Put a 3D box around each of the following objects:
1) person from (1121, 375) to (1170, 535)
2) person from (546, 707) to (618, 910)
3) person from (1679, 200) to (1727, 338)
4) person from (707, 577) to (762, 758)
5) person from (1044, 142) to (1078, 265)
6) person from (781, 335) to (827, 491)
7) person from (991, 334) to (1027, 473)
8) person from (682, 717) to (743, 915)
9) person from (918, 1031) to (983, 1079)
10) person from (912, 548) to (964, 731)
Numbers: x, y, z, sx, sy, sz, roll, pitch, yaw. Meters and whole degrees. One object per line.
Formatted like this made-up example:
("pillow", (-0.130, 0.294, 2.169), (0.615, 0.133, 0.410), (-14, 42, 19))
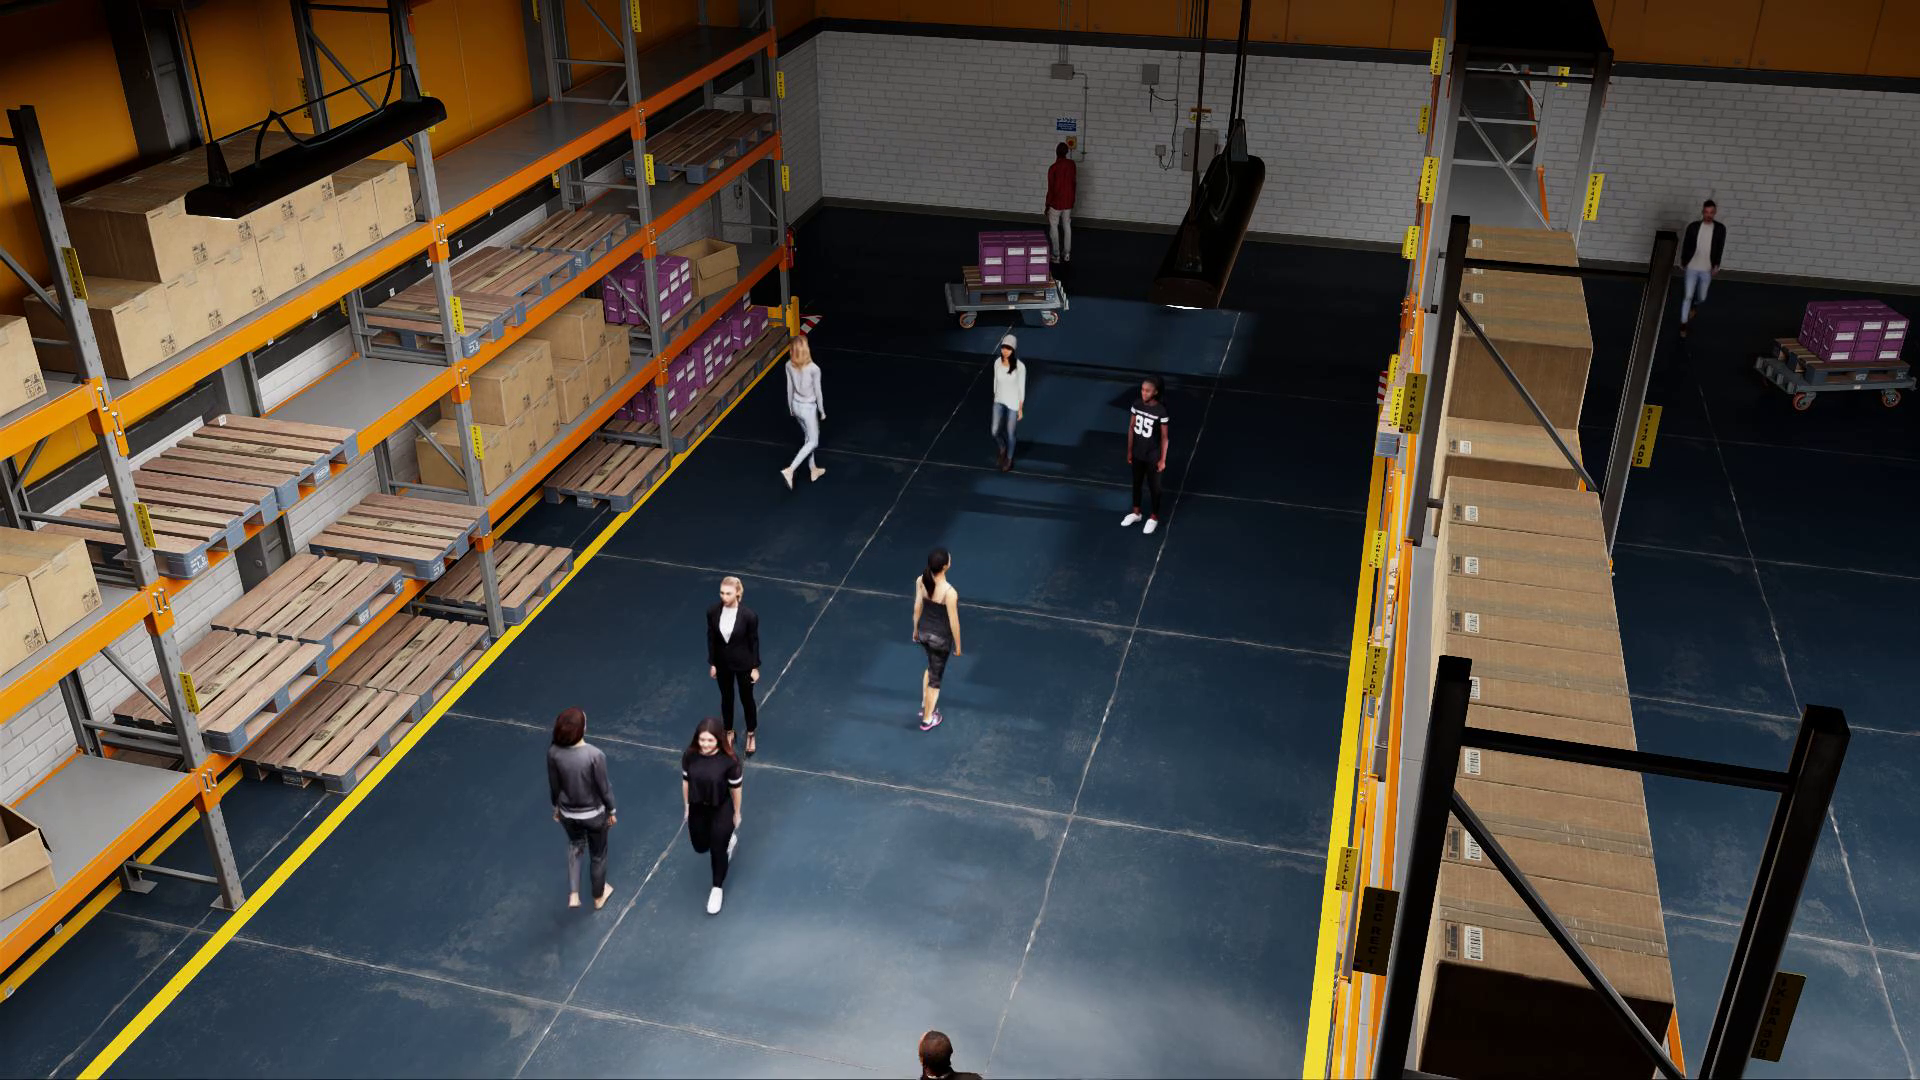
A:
("person", (1.967, -0.907, 17.427), (0.687, 1.729, 0.680), (21, 35, 33))
("person", (-2.761, 2.010, 12.050), (0.661, 1.757, 0.732), (4, 29, 7))
("person", (9.981, -3.695, 22.445), (0.700, 1.818, 1.010), (10, 30, 18))
("person", (-1.871, 1.047, 13.869), (0.621, 1.706, 0.549), (5, 29, 10))
("person", (1.520, -5.083, 24.987), (0.749, 1.820, 0.805), (-15, 32, -25))
("person", (-1.730, -1.368, 18.225), (0.822, 1.774, 1.101), (17, 33, 28))
("person", (0.581, -1.551, 18.705), (0.618, 1.636, 0.620), (13, 31, 23))
("person", (-1.810, 1.952, 12.290), (0.647, 1.628, 0.859), (5, 29, 9))
("person", (-0.067, 3.527, 9.133), (0.805, 1.888, 0.841), (-8, 30, -15))
("person", (-0.279, 0.872, 14.172), (0.707, 1.722, 0.722), (22, 35, 34))
